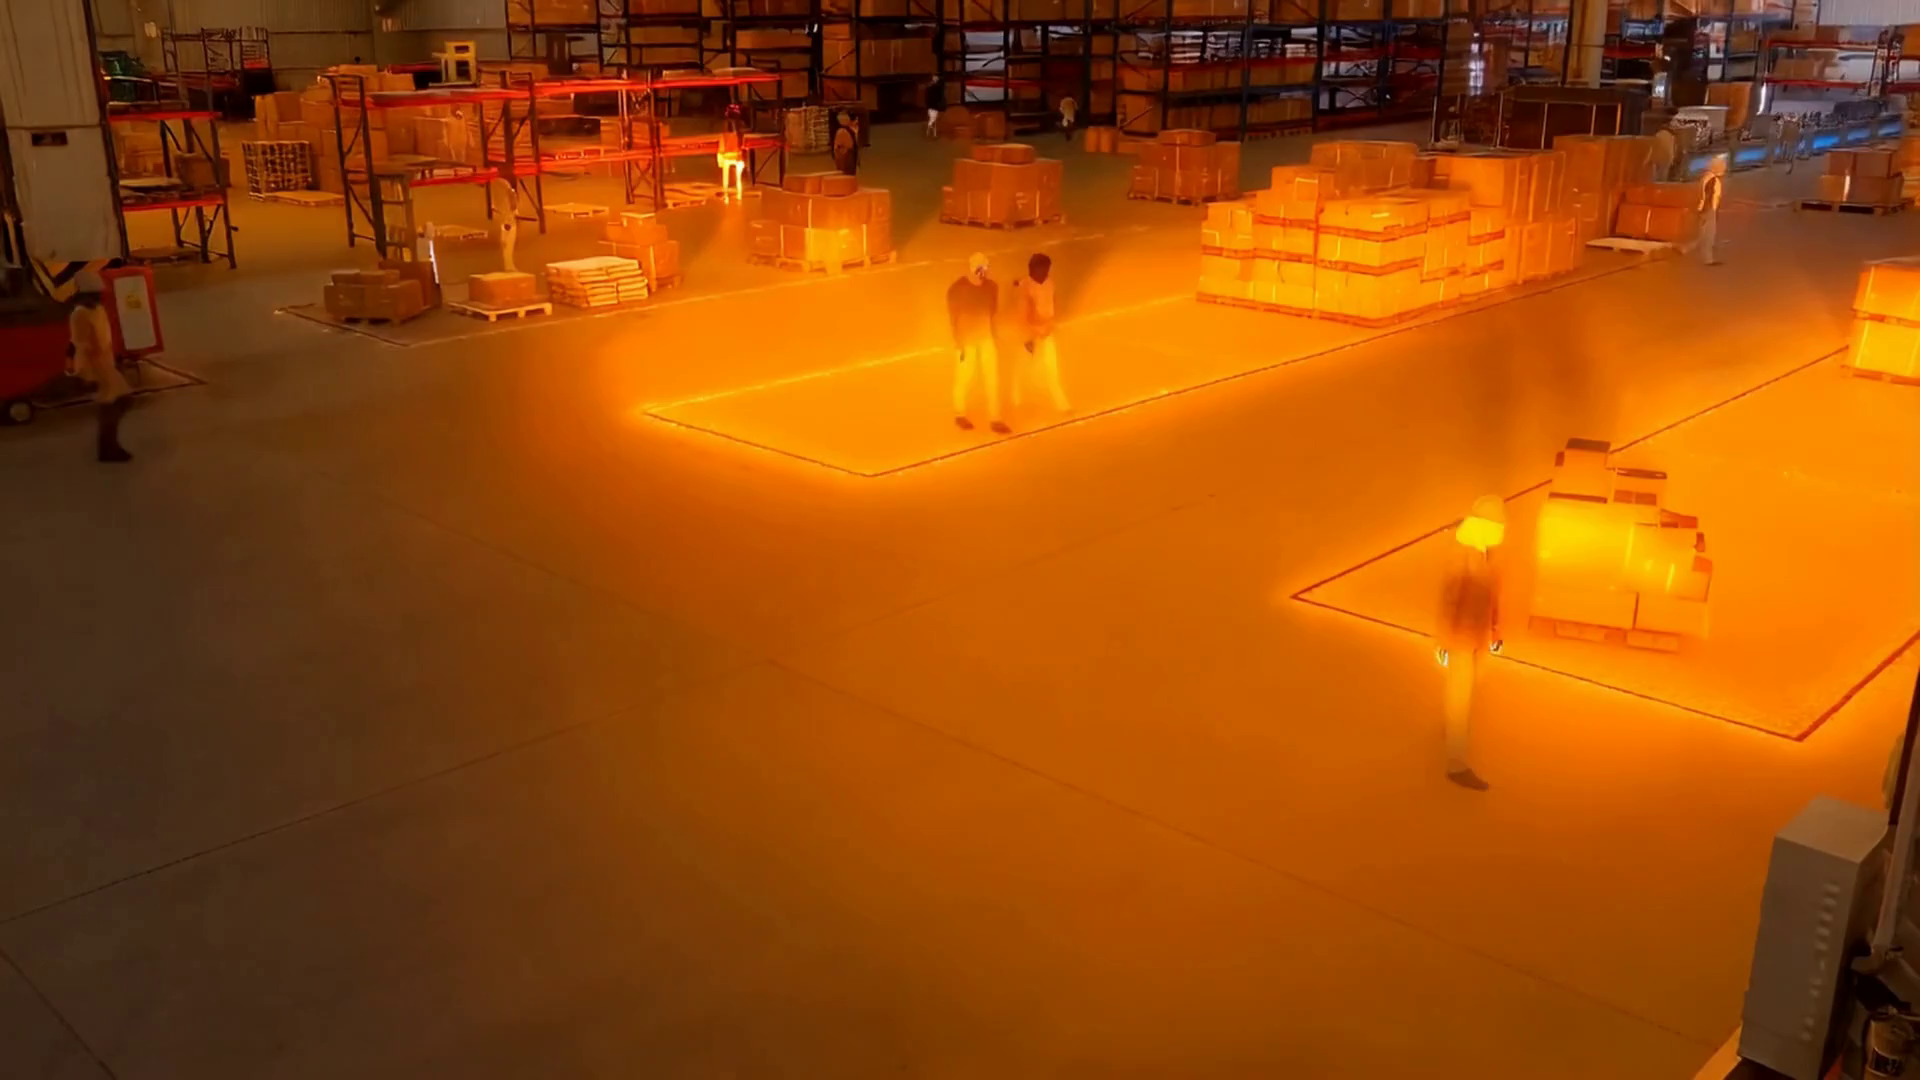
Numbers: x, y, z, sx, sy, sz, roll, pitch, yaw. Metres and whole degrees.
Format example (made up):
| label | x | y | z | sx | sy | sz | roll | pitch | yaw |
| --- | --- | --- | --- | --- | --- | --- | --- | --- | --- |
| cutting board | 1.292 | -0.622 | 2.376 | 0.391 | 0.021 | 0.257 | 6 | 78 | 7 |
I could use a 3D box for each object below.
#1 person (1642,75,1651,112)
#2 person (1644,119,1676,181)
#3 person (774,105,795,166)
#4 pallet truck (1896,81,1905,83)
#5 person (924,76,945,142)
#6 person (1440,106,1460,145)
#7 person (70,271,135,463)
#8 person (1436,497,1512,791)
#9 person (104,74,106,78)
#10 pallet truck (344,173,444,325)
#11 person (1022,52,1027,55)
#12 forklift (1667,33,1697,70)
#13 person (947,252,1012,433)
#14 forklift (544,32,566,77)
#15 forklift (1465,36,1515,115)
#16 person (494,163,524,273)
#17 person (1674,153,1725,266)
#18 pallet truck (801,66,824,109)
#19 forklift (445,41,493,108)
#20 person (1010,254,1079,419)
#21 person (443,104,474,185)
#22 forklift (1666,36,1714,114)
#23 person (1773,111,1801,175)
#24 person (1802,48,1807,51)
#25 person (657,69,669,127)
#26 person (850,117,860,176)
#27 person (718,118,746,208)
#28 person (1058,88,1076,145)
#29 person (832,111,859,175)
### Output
| label | x | y | z | sx | sy | sz | roll | pitch | yaw |
| --- | --- | --- | --- | --- | --- | --- | --- | --- | --- |
| person | 23.543 | -15.115 | 57.208 | 0.789 | 1.659 | 0.544 | 7 | 20 | 21 |
| person | 15.496 | -8.365 | 36.729 | 0.775 | 1.778 | 0.617 | -11 | 21 | -30 |
| person | -4.675 | -10.695 | 44.004 | 0.541 | 1.587 | 0.849 | 10 | 21 | 27 |
| pallet truck | 34.802 | -16.331 | 61.455 | 0.653 | 1.274 | 1.630 | 17 | 25 | 41 |
| person | -0.764 | -13.251 | 51.154 | 0.737 | 1.957 | 0.606 | 16 | 24 | 39 |
| person | 11.444 | -9.162 | 38.884 | 0.385 | 1.929 | 0.539 | -10 | 21 | -28 |
| person | -8.437 | -1.690 | 16.373 | 0.410 | 1.917 | 0.565 | 0 | 18 | 1 |
| person | 3.068 | 0.574 | 9.923 | 0.557 | 1.689 | 0.650 | -13 | 22 | -34 |
| person | -27.582 | -14.105 | 53.794 | 0.548 | 1.905 | 0.807 | 9 | 20 | 24 |
| pallet truck | -8.209 | -4.181 | 23.757 | 0.823 | 1.965 | 1.885 | 3 | 19 | 9 |
| person | 3.150 | -22.784 | 80.137 | 0.981 | 1.783 | 0.575 | -5 | 19 | -14 |
| forklift | 28.545 | -18.664 | 66.014 | 1.129 | 2.768 | 1.873 | 17 | 25 | 41 |
| person | 0.208 | -2.045 | 17.468 | 0.631 | 1.907 | 0.889 | -10 | 21 | -28 |
| forklift | -16.496 | -19.296 | 67.919 | 1.129 | 2.768 | 1.873 | 17 | 25 | 41 |
| forklift | 19.973 | -17.201 | 61.605 | 1.873 | 2.768 | 1.129 | 16 | 24 | 40 |
| person | -7.359 | -5.221 | 27.141 | 0.430 | 1.841 | 0.623 | -3 | 19 | -10 |
| person | 12.615 | -5.588 | 28.161 | 0.692 | 1.899 | 0.594 | 9 | 20 | 24 |
| pallet truck | -4.812 | -15.182 | 56.903 | 0.823 | 1.965 | 1.885 | -9 | 21 | -26 |
| forklift | -16.757 | -15.402 | 56.186 | 1.873 | 2.768 | 1.129 | 17 | 25 | 41 |
| person | 0.871 | -2.190 | 18.069 | 0.636 | 1.792 | 0.921 | -14 | 23 | -35 |
| person | -11.944 | -9.463 | 39.802 | 0.666 | 1.906 | 0.861 | -14 | 23 | -36 |
| forklift | 27.341 | -17.291 | 61.877 | 1.129 | 2.768 | 1.873 | 17 | 25 | 41 |
| person | 20.975 | -10.039 | 42.036 | 0.834 | 1.594 | 0.511 | -16 | 24 | -40 |
| person | 41.740 | -23.473 | 82.303 | 0.545 | 1.737 | 0.516 | 9 | 21 | 26 |
| person | -10.102 | -15.014 | 56.538 | 0.588 | 1.911 | 0.396 | 13 | 22 | 33 |
| person | -2.319 | -8.280 | 36.315 | 0.329 | 1.868 | 0.512 | 4 | 19 | 13 |
| person | -4.888 | -8.066 | 35.641 | 0.584 | 1.882 | 0.337 | -5 | 19 | -16 |
| person | 3.205 | -12.776 | 50.163 | 0.538 | 1.659 | 0.803 | -5 | 19 | -16 |
| person | -2.497 | -8.197 | 35.790 | 0.538 | 2.000 | 0.681 | 9 | 21 | 26 |
